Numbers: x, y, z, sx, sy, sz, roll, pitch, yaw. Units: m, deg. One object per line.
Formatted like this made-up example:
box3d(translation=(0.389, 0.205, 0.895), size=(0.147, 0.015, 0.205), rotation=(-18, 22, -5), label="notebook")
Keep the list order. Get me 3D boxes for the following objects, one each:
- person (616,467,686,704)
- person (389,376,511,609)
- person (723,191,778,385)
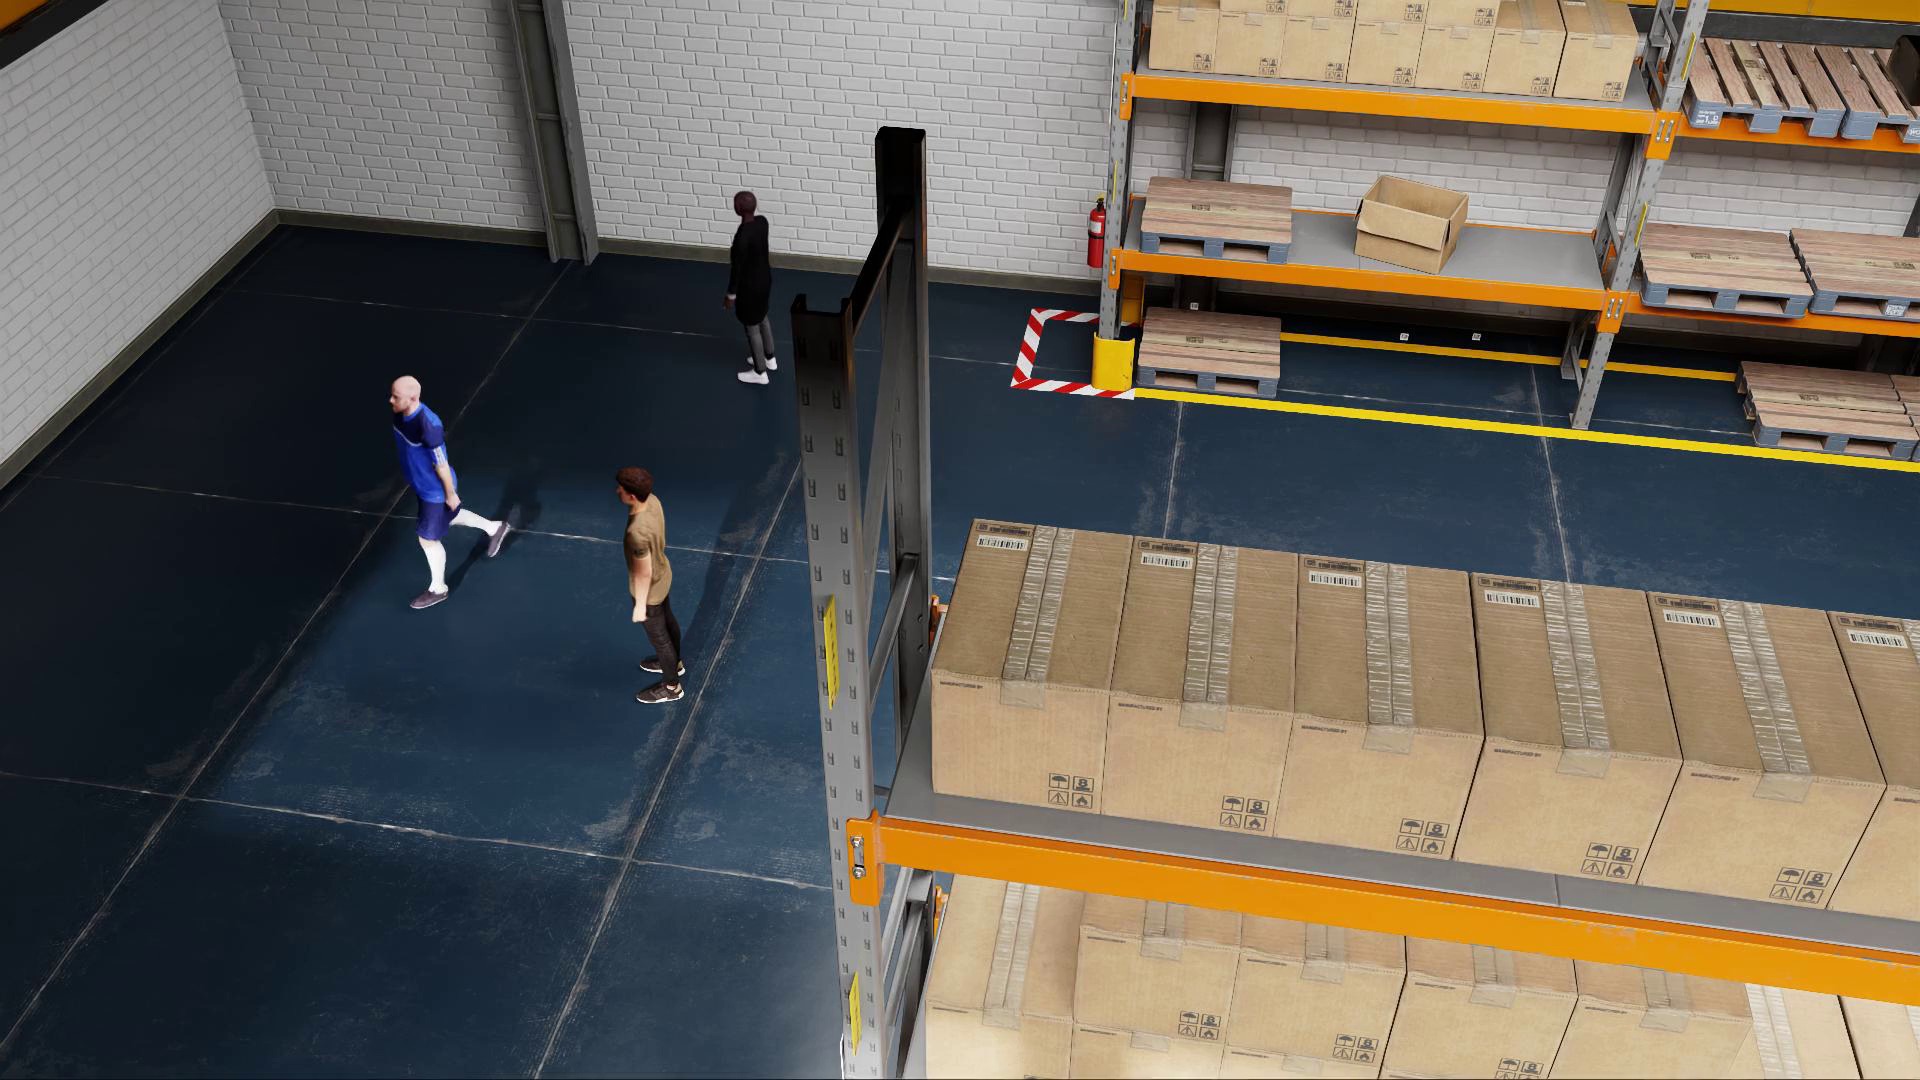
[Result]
box3d(translation=(-2.026, 0.279, 10.895), size=(0.625, 1.851, 0.701), rotation=(-1, 39, -1), label="person")
box3d(translation=(-3.662, -0.413, 11.791), size=(1.178, 1.814, 1.175), rotation=(-28, 46, -31), label="person")
box3d(translation=(-1.710, -2.109, 13.958), size=(0.634, 1.760, 0.694), rotation=(12, 40, 15), label="person")
